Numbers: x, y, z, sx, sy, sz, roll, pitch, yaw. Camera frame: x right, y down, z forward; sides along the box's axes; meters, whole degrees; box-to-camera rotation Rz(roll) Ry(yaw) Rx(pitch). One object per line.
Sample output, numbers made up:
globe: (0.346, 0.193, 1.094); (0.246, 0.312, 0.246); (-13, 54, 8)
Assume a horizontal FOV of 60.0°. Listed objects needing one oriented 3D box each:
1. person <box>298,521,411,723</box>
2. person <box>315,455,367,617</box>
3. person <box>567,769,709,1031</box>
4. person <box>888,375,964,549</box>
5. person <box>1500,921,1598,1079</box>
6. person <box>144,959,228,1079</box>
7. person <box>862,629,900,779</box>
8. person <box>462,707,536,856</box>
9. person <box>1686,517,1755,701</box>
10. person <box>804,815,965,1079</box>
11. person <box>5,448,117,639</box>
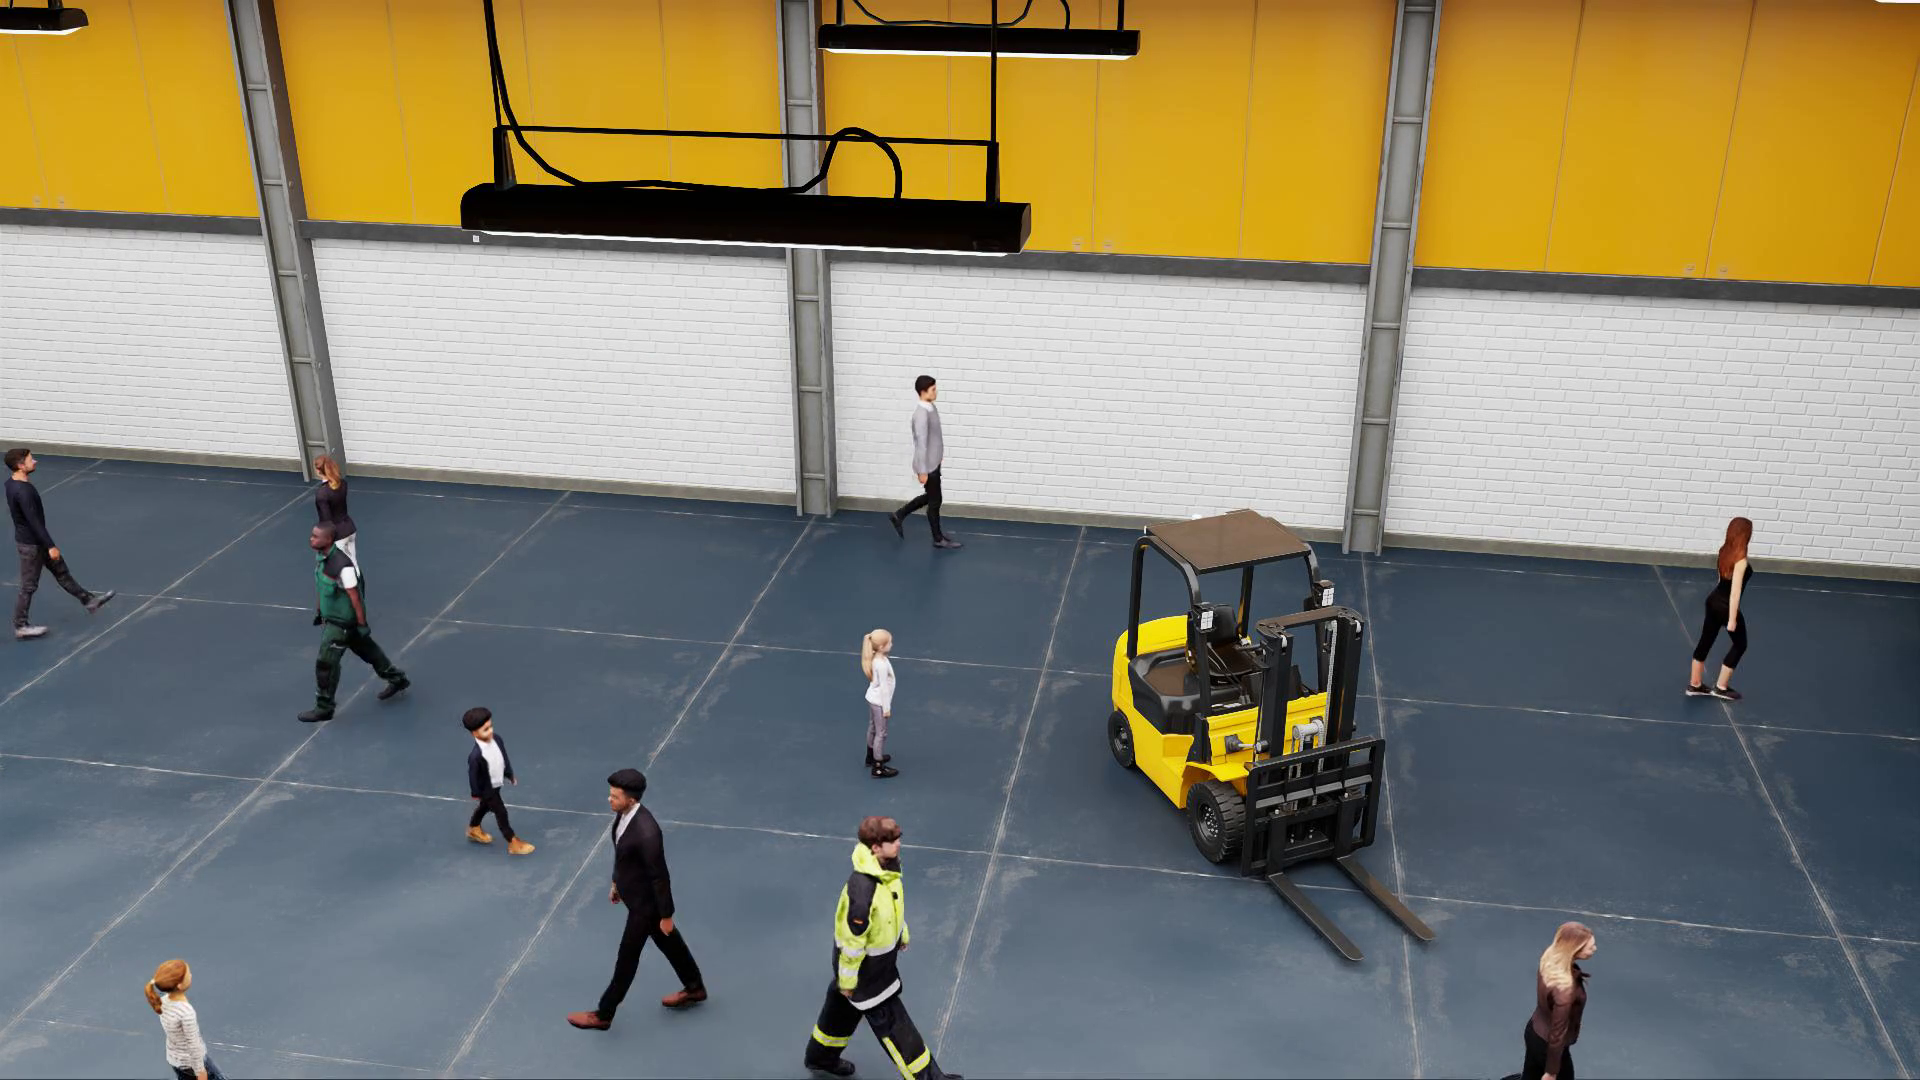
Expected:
person: (-5.202, 0.662, 14.277); (1.271, 1.793, 1.207); (-16, 28, -32)
person: (-5.930, -0.007, 15.886); (0.539, 1.730, 0.570); (5, 24, 11)
person: (-1.903, 2.258, 10.576); (1.290, 1.833, 1.134); (-10, 26, -22)
person: (-0.416, -0.813, 17.513); (1.052, 1.904, 0.742); (4, 24, 8)
person: (3.254, 2.845, 9.420); (1.004, 1.683, 0.654); (3, 24, 6)
person: (-4.476, 3.011, 9.514); (0.576, 1.304, 0.643); (17, 29, 34)
person: (-0.664, 1.303, 13.457); (0.591, 1.275, 0.558); (-7, 25, -16)
person: (-3.569, 1.787, 12.447); (0.862, 1.197, 0.562); (7, 25, 16)
person: (6.572, 0.607, 14.496); (0.736, 1.719, 0.663); (-1, 24, -2)
person: (-0.636, 2.491, 9.937); (1.236, 1.918, 0.760); (4, 24, 10)
person: (-8.801, 0.065, 15.601); (1.241, 1.827, 1.189); (-16, 29, -33)
